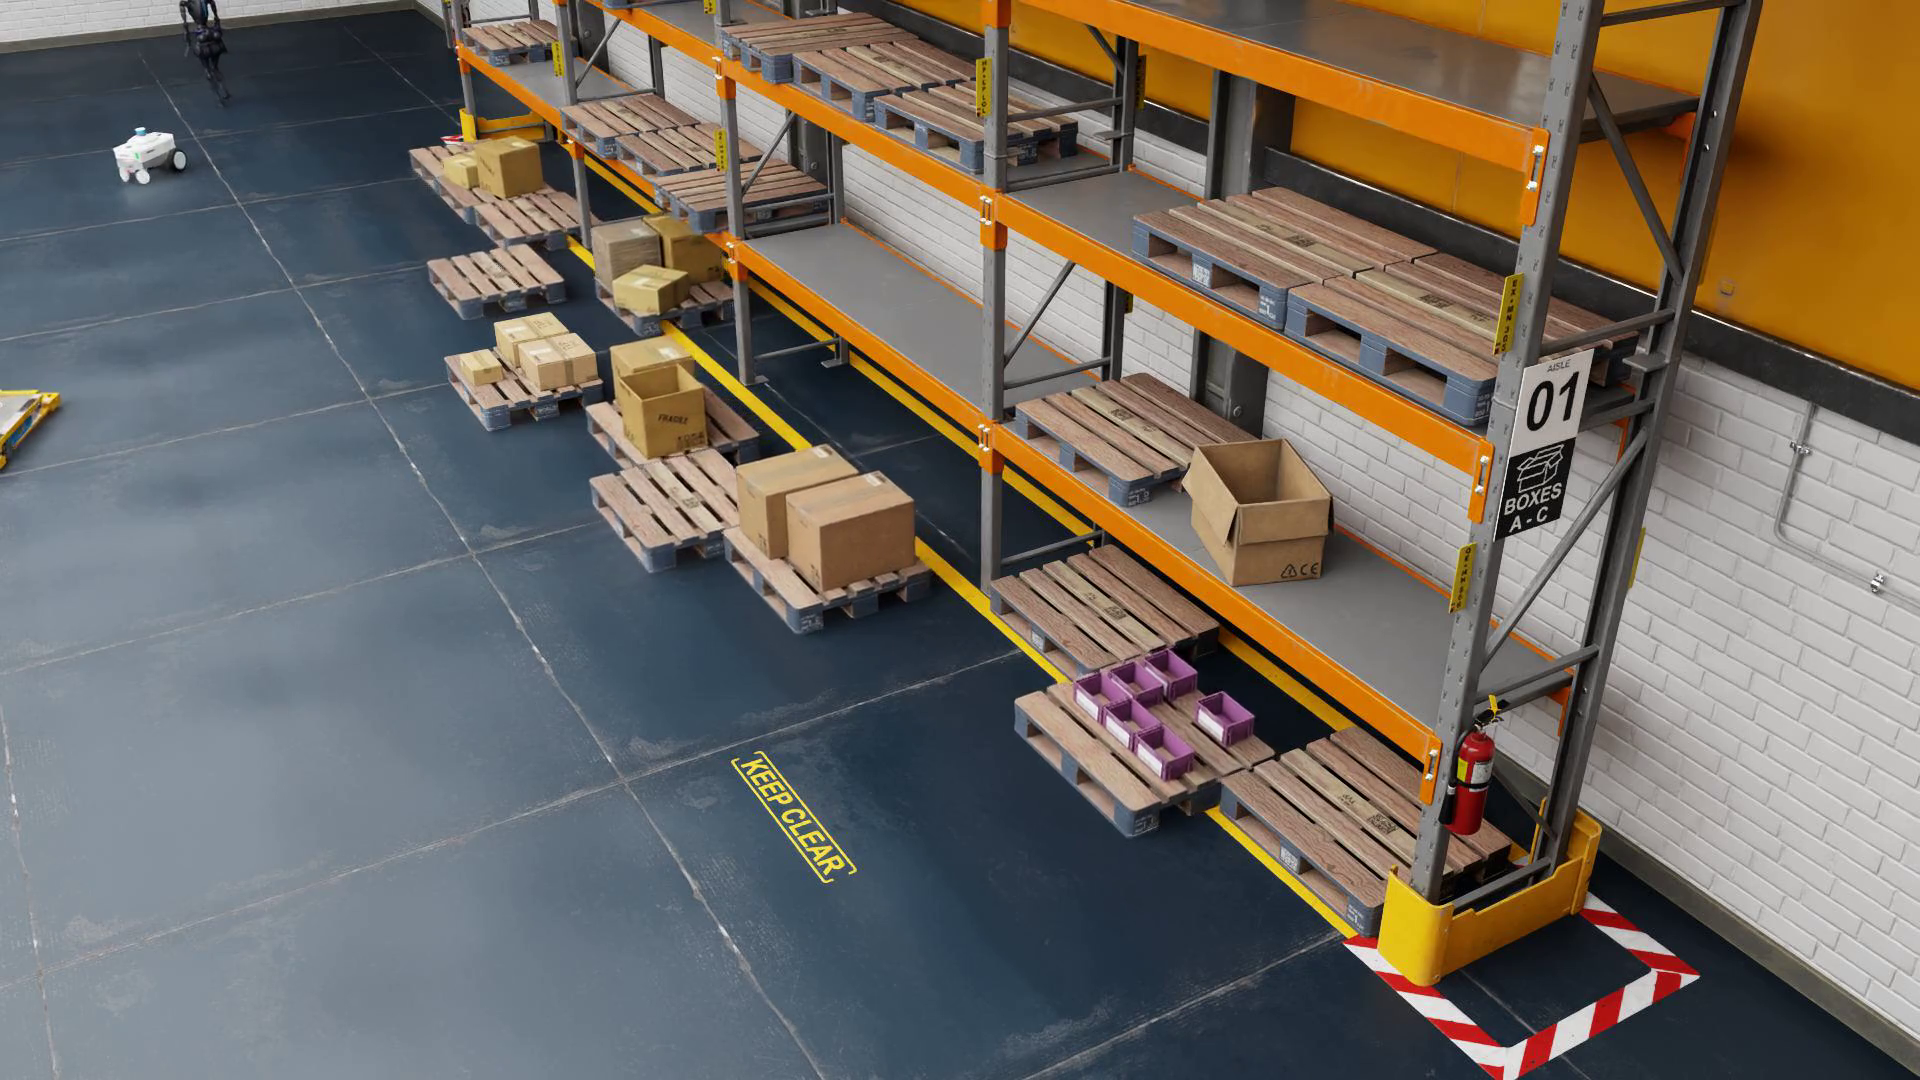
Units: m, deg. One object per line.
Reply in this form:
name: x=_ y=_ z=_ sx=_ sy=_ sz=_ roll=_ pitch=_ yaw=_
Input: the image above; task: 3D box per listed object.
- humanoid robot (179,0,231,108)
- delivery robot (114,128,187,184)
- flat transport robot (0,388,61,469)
humanoid robot: x=-9.830 y=-6.485 z=21.662 sx=0.425 sy=1.643 sz=0.591 roll=16 pitch=33 yaw=26
delivery robot: x=-9.391 y=-4.462 z=19.227 sx=0.514 sy=0.603 sz=0.775 roll=7 pitch=30 yaw=12
flat transport robot: x=-7.732 y=-0.861 z=13.151 sx=0.659 sy=0.231 sz=1.431 roll=-3 pitch=30 yaw=-5
